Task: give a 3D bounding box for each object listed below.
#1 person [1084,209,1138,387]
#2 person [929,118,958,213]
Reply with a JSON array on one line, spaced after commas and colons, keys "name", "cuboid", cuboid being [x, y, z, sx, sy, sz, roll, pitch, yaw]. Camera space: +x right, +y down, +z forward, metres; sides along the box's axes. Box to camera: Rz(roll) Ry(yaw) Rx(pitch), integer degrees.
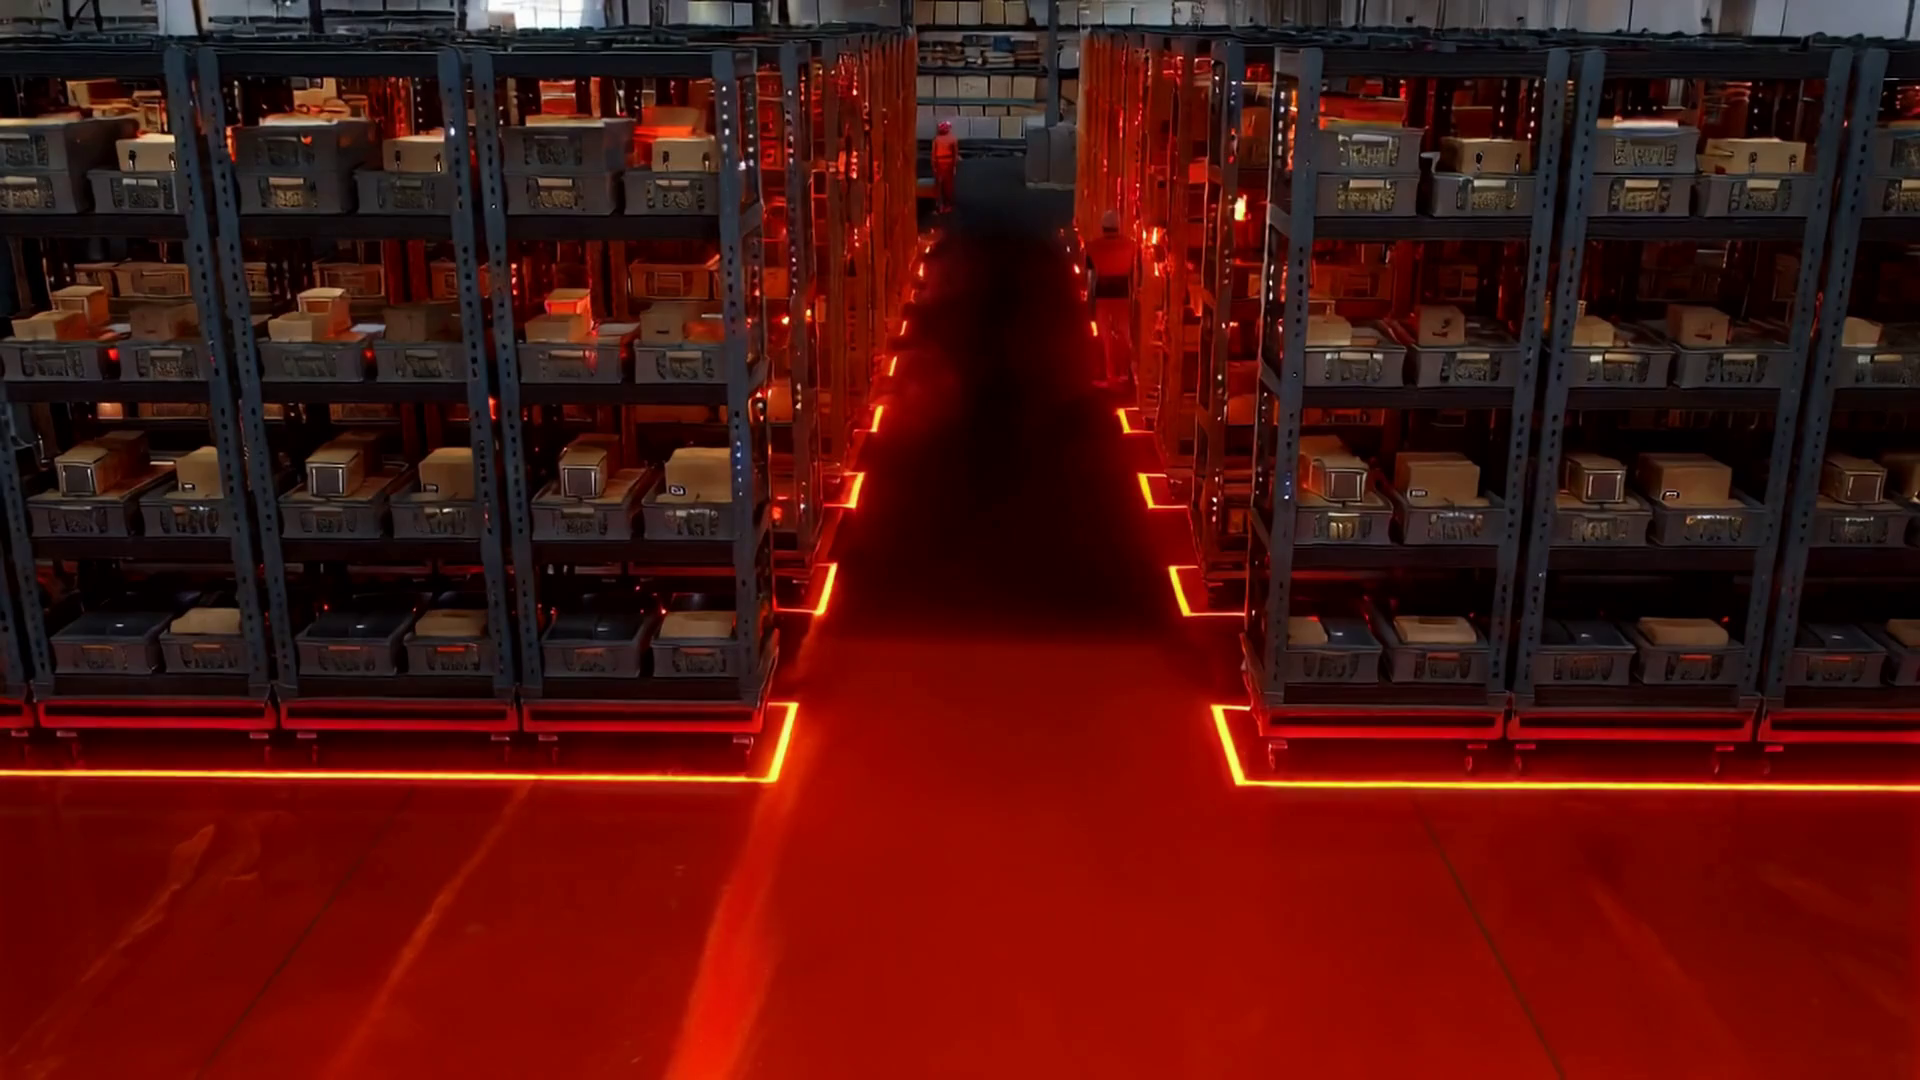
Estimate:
[{"name": "person", "cuboid": [1.576, -2.510, 17.333, 0.564, 1.847, 0.397, -2, 18, -6]}, {"name": "person", "cuboid": [-0.342, -7.442, 33.076, 0.588, 1.835, 0.403, 6, 18, 18]}]
